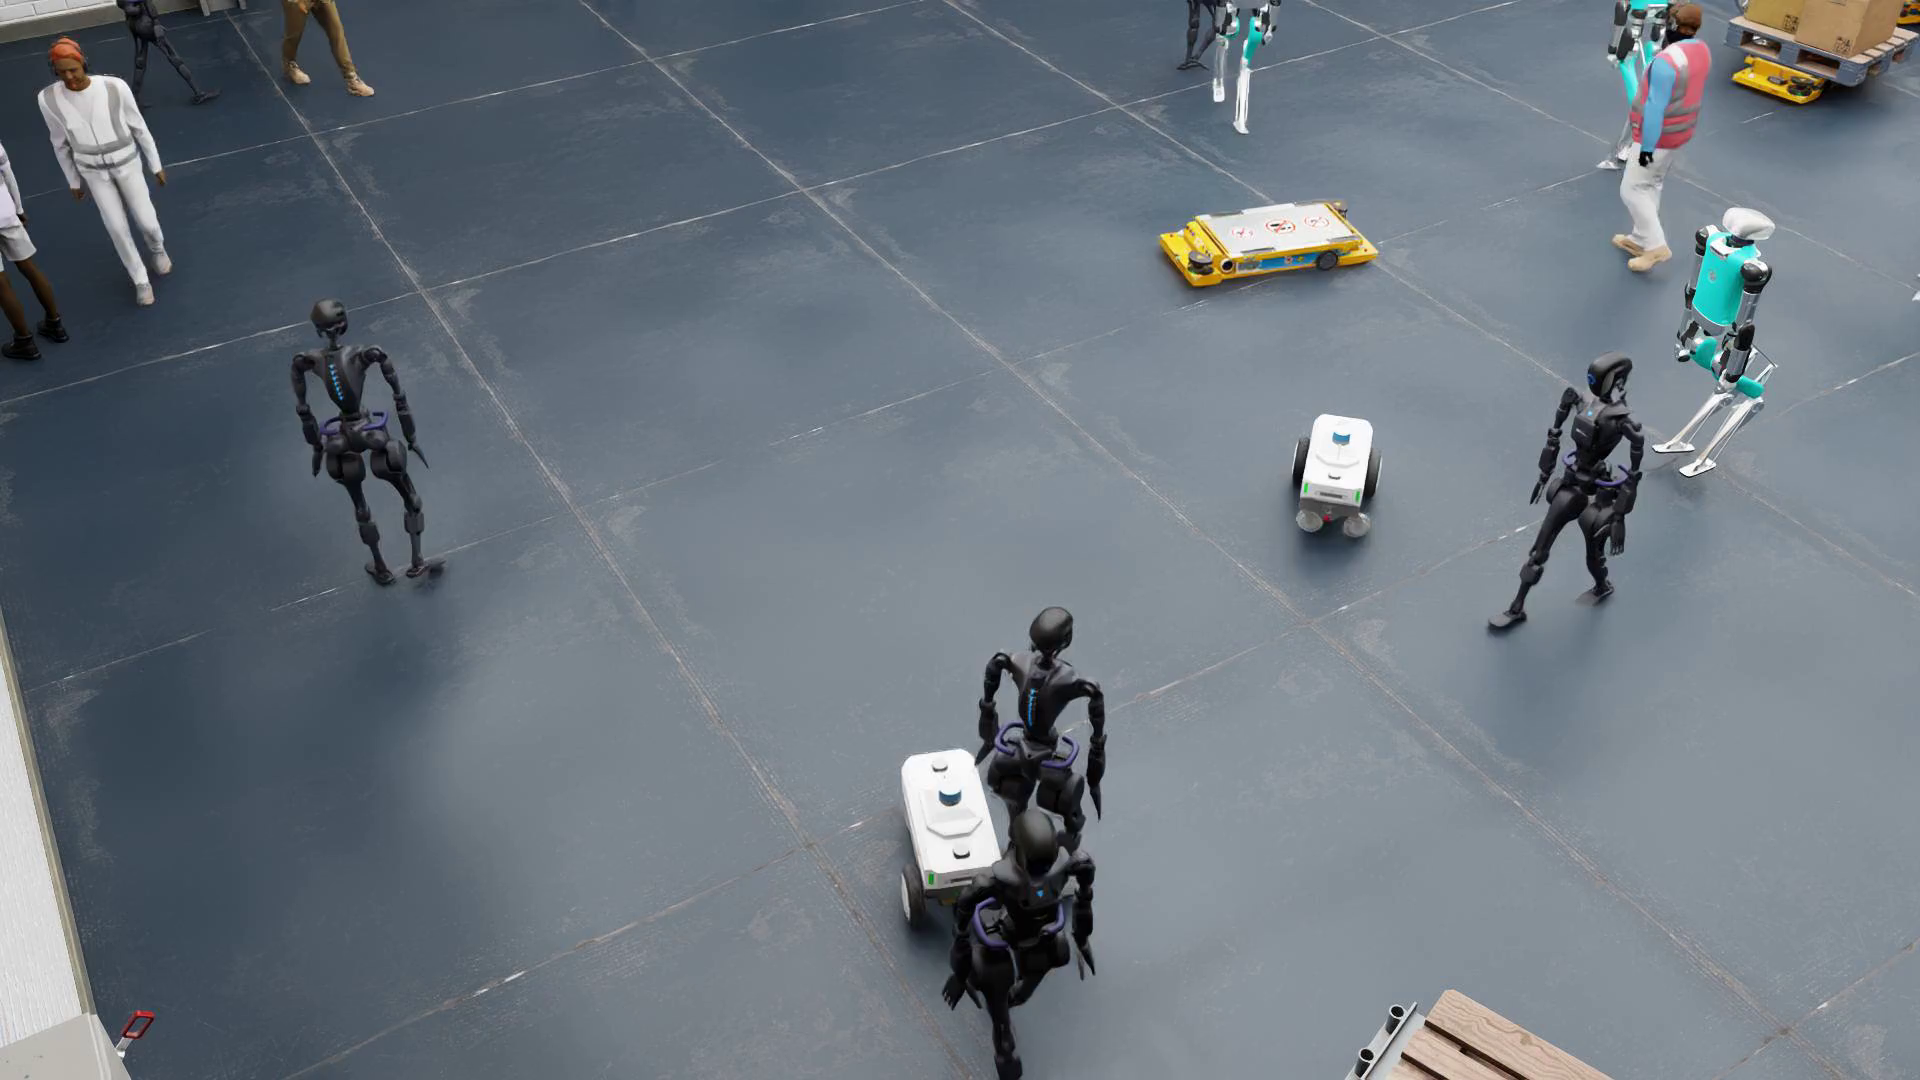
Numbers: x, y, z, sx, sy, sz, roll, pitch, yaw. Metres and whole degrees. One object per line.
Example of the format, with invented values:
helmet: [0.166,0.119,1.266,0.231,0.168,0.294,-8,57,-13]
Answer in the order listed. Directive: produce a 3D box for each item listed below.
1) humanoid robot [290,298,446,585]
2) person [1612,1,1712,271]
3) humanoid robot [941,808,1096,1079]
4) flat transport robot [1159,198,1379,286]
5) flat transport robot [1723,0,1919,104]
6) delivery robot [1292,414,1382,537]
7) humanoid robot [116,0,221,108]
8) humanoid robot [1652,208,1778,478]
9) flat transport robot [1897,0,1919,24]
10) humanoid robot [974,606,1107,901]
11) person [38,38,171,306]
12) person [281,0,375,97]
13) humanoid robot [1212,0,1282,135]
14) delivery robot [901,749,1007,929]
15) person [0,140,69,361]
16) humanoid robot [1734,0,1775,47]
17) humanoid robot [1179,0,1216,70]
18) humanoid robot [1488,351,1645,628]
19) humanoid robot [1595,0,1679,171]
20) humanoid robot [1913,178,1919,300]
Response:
humanoid robot: [-3.153,-0.491,8.783,0.613,1.644,0.426,-5,39,-6]
person: [4.939,-2.787,11.581,0.675,1.802,0.603,-30,47,-32]
humanoid robot: [0.229,1.547,6.248,0.609,1.613,0.756,-13,40,-16]
flat transport robot: [2.230,-2.151,12.006,1.431,0.231,0.659,-10,39,-12]
flat transport robot: [7.459,-4.170,14.554,1.431,0.231,0.659,-27,46,-30]
delivery robot: [2.171,-0.402,9.583,0.509,0.612,0.784,10,39,12]
humanoid robot: [-6.718,-4.359,13.694,0.748,1.628,0.609,-26,45,-29]
humanoid robot: [4.418,-1.129,9.427,0.735,1.677,0.533,-10,40,-13]
flat transport robot: [9.276,-5.157,15.798,1.431,0.231,0.659,-9,39,-11]
humanoid robot: [0.323,0.941,6.969,0.605,1.651,0.316,15,41,18]
person: [-5.677,-2.490,11.148,0.616,1.865,0.484,-12,40,-15]
person: [-5.515,-4.595,13.919,0.946,1.715,0.507,18,42,22]
humanoid robot: [2.278,-4.288,13.562,0.533,1.776,1.009,-3,38,-3]
delivery robot: [-0.039,1.314,7.400,0.499,0.591,0.768,-7,39,-9]
person: [-6.194,-2.038,10.532,0.386,1.924,0.546,18,42,21]
humanoid robot: [7.123,-5.122,14.465,0.735,1.677,0.533,-11,40,-14]
humanoid robot: [2.076,-4.842,14.273,0.338,1.649,0.615,-19,42,-22]
humanoid robot: [3.204,-0.231,8.495,0.796,1.632,0.613,-20,43,-24]
humanoid robot: [5.326,-3.712,12.804,0.609,1.790,0.836,-8,39,-10]
humanoid robot: [6.827,-2.441,11.199,0.800,1.802,0.530,-15,41,-18]
